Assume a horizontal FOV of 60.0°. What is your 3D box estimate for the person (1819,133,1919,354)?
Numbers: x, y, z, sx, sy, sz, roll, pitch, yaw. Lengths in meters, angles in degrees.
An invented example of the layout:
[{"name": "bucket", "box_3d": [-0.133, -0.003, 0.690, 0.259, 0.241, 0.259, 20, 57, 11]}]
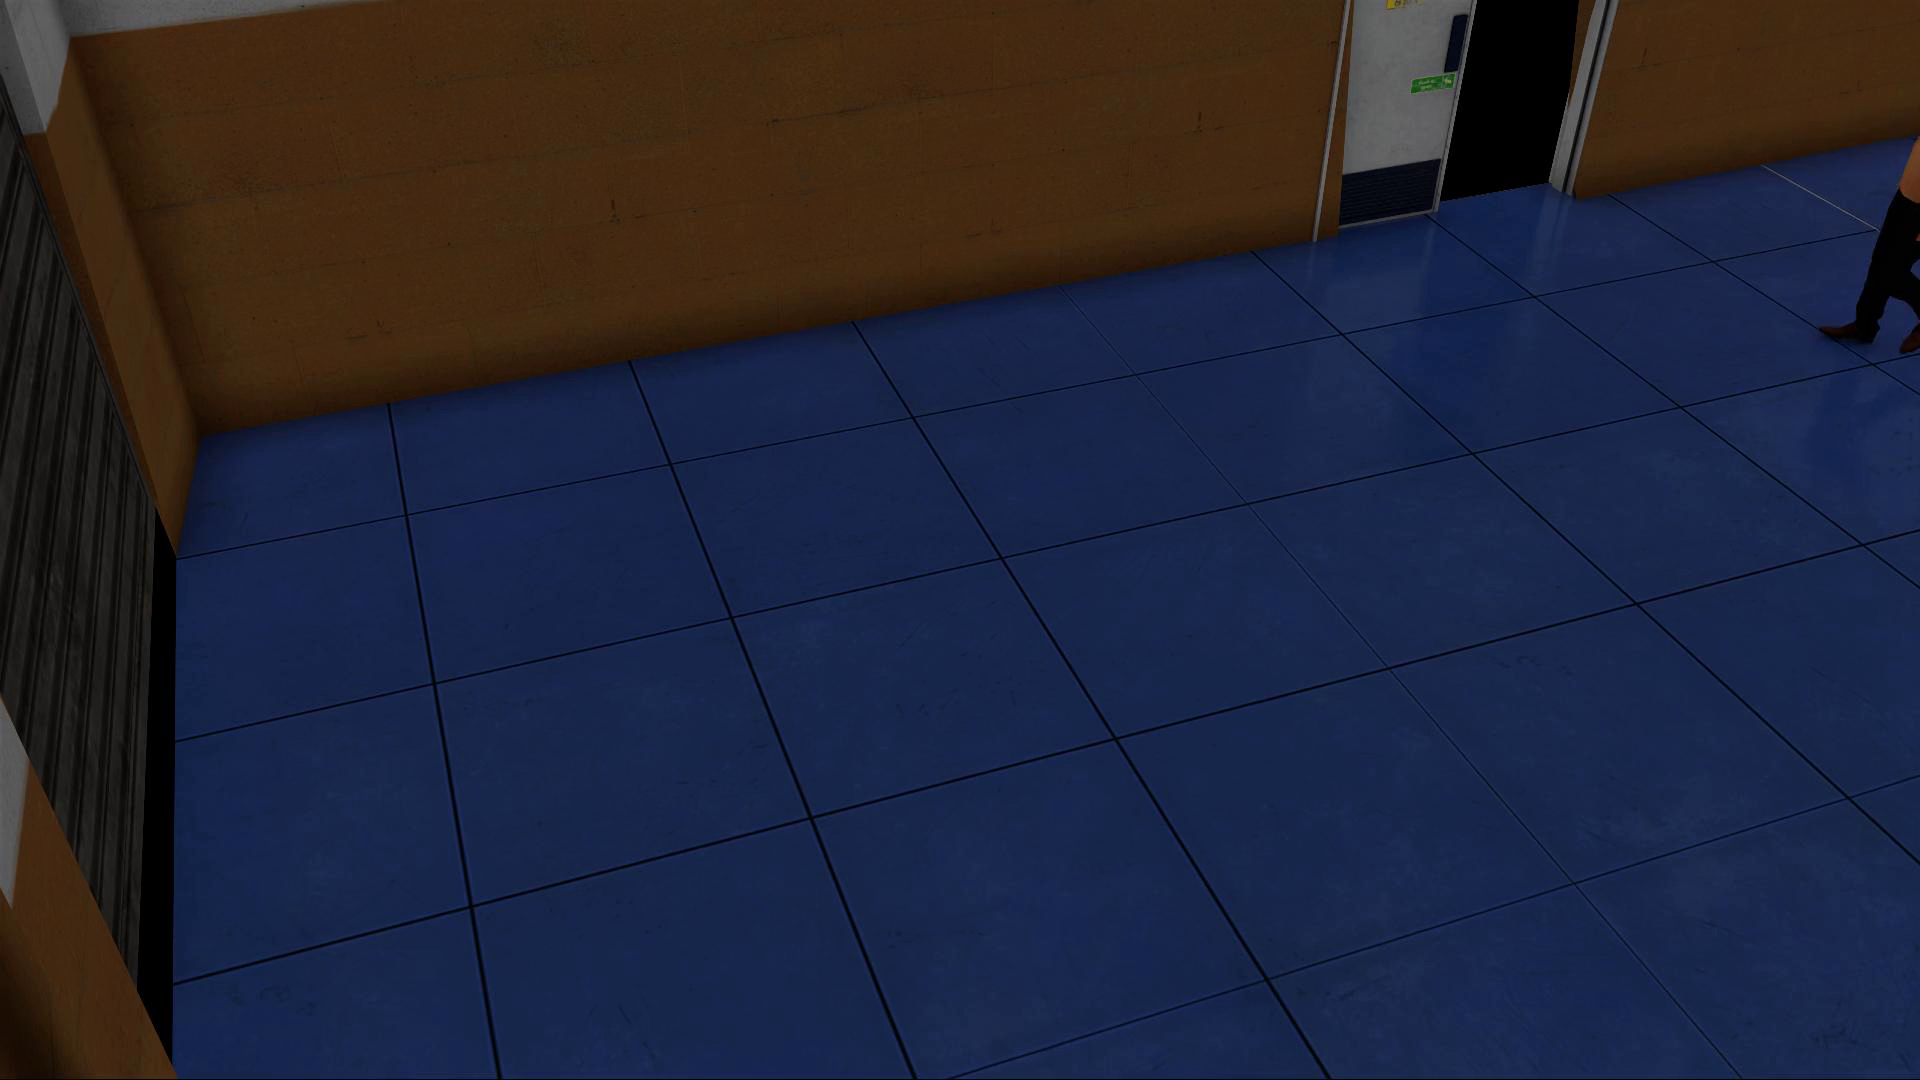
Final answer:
[{"name": "person", "box_3d": [5.347, -1.823, 9.123, 0.947, 1.746, 0.929, 5, 37, 7]}]
